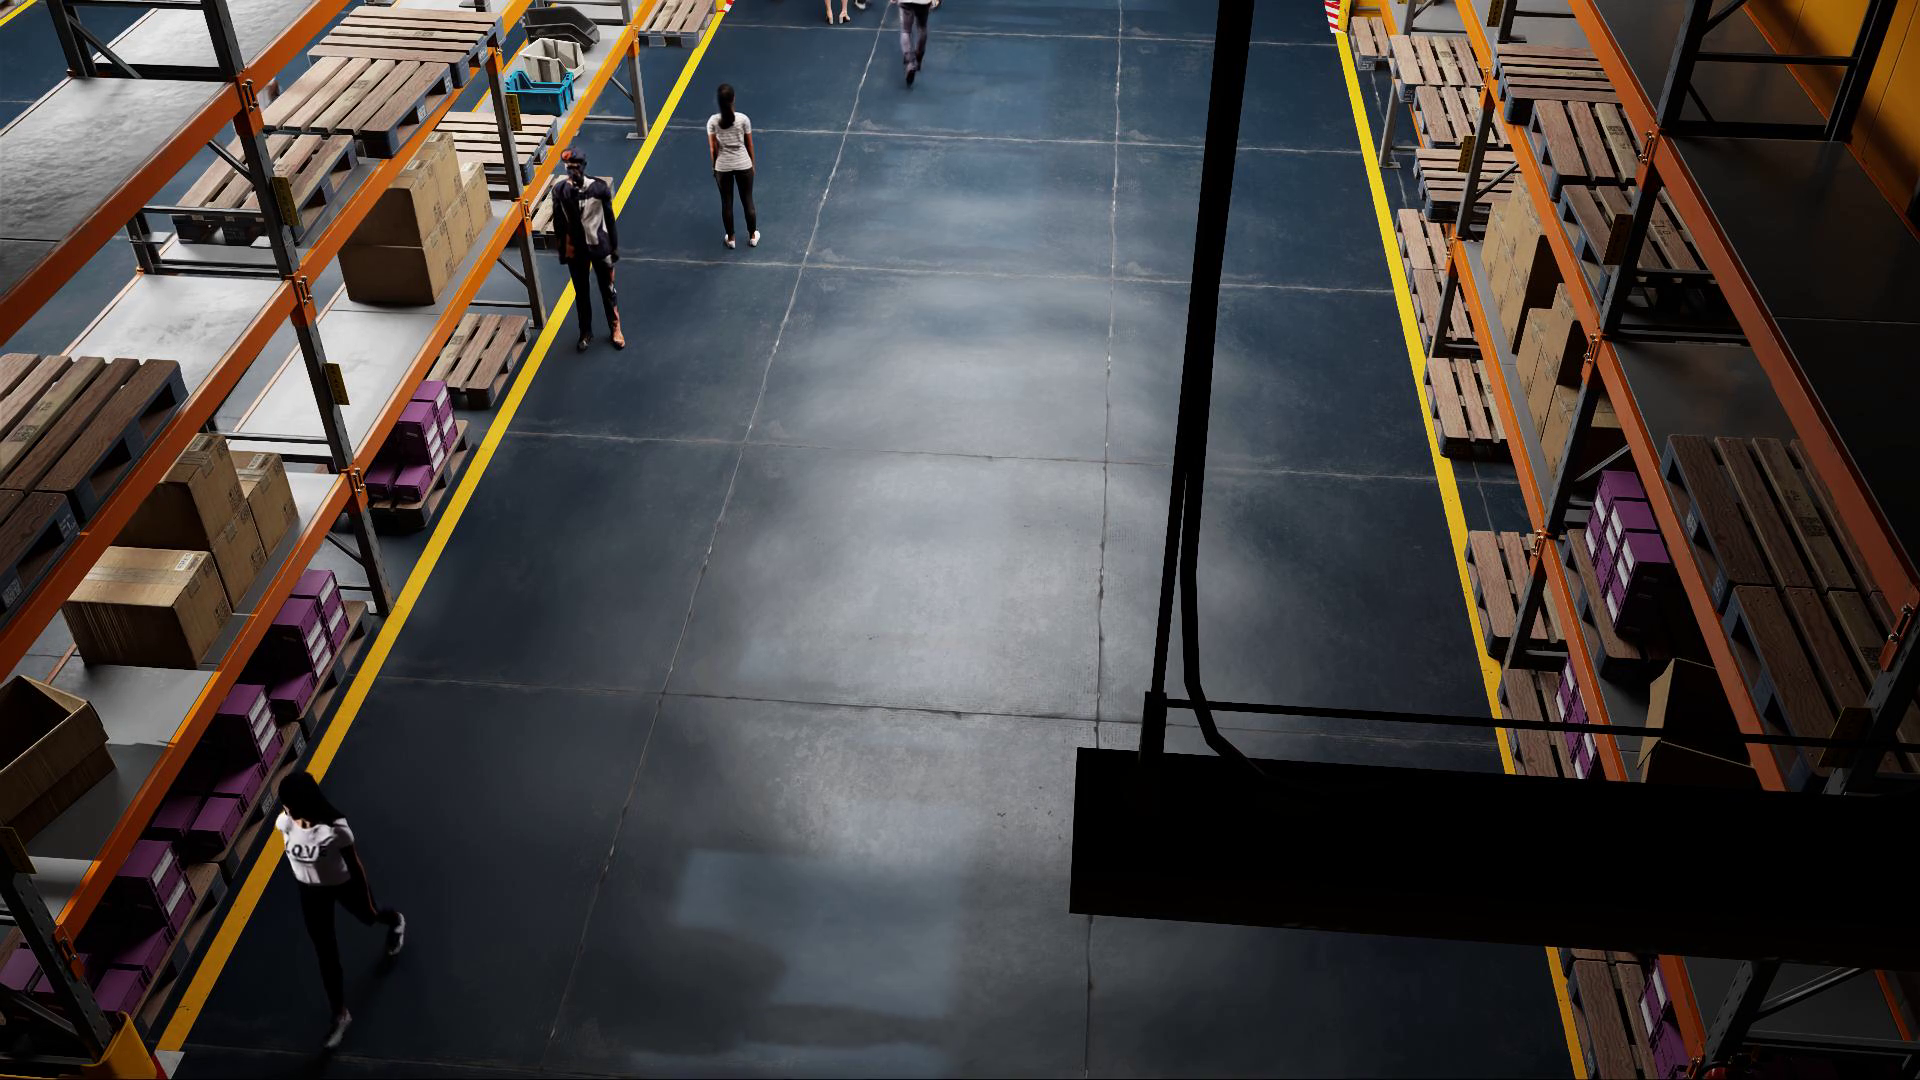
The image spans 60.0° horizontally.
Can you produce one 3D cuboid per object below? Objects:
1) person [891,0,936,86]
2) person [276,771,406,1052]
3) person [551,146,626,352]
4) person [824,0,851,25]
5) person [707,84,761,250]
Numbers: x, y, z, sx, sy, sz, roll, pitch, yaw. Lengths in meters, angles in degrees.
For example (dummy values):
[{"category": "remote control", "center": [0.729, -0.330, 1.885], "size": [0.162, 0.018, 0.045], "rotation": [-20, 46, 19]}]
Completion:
[{"category": "person", "center": [-0.527, -6.162, 19.098], "size": [0.861, 1.801, 1.209], "rotation": [-5, 39, -6]}, {"category": "person", "center": [-3.368, 1.857, 9.112], "size": [0.656, 1.731, 1.155], "rotation": [5, 39, 7]}, {"category": "person", "center": [-3.236, -2.544, 14.495], "size": [0.743, 1.891, 0.669], "rotation": [-5, 39, -7]}, {"category": "person", "center": [-1.564, -7.265, 20.501], "size": [0.634, 1.774, 0.616], "rotation": [4, 39, 5]}, {"category": "person", "center": [-2.180, -3.588, 16.002], "size": [0.614, 1.643, 0.588], "rotation": [-5, 39, -6]}]
